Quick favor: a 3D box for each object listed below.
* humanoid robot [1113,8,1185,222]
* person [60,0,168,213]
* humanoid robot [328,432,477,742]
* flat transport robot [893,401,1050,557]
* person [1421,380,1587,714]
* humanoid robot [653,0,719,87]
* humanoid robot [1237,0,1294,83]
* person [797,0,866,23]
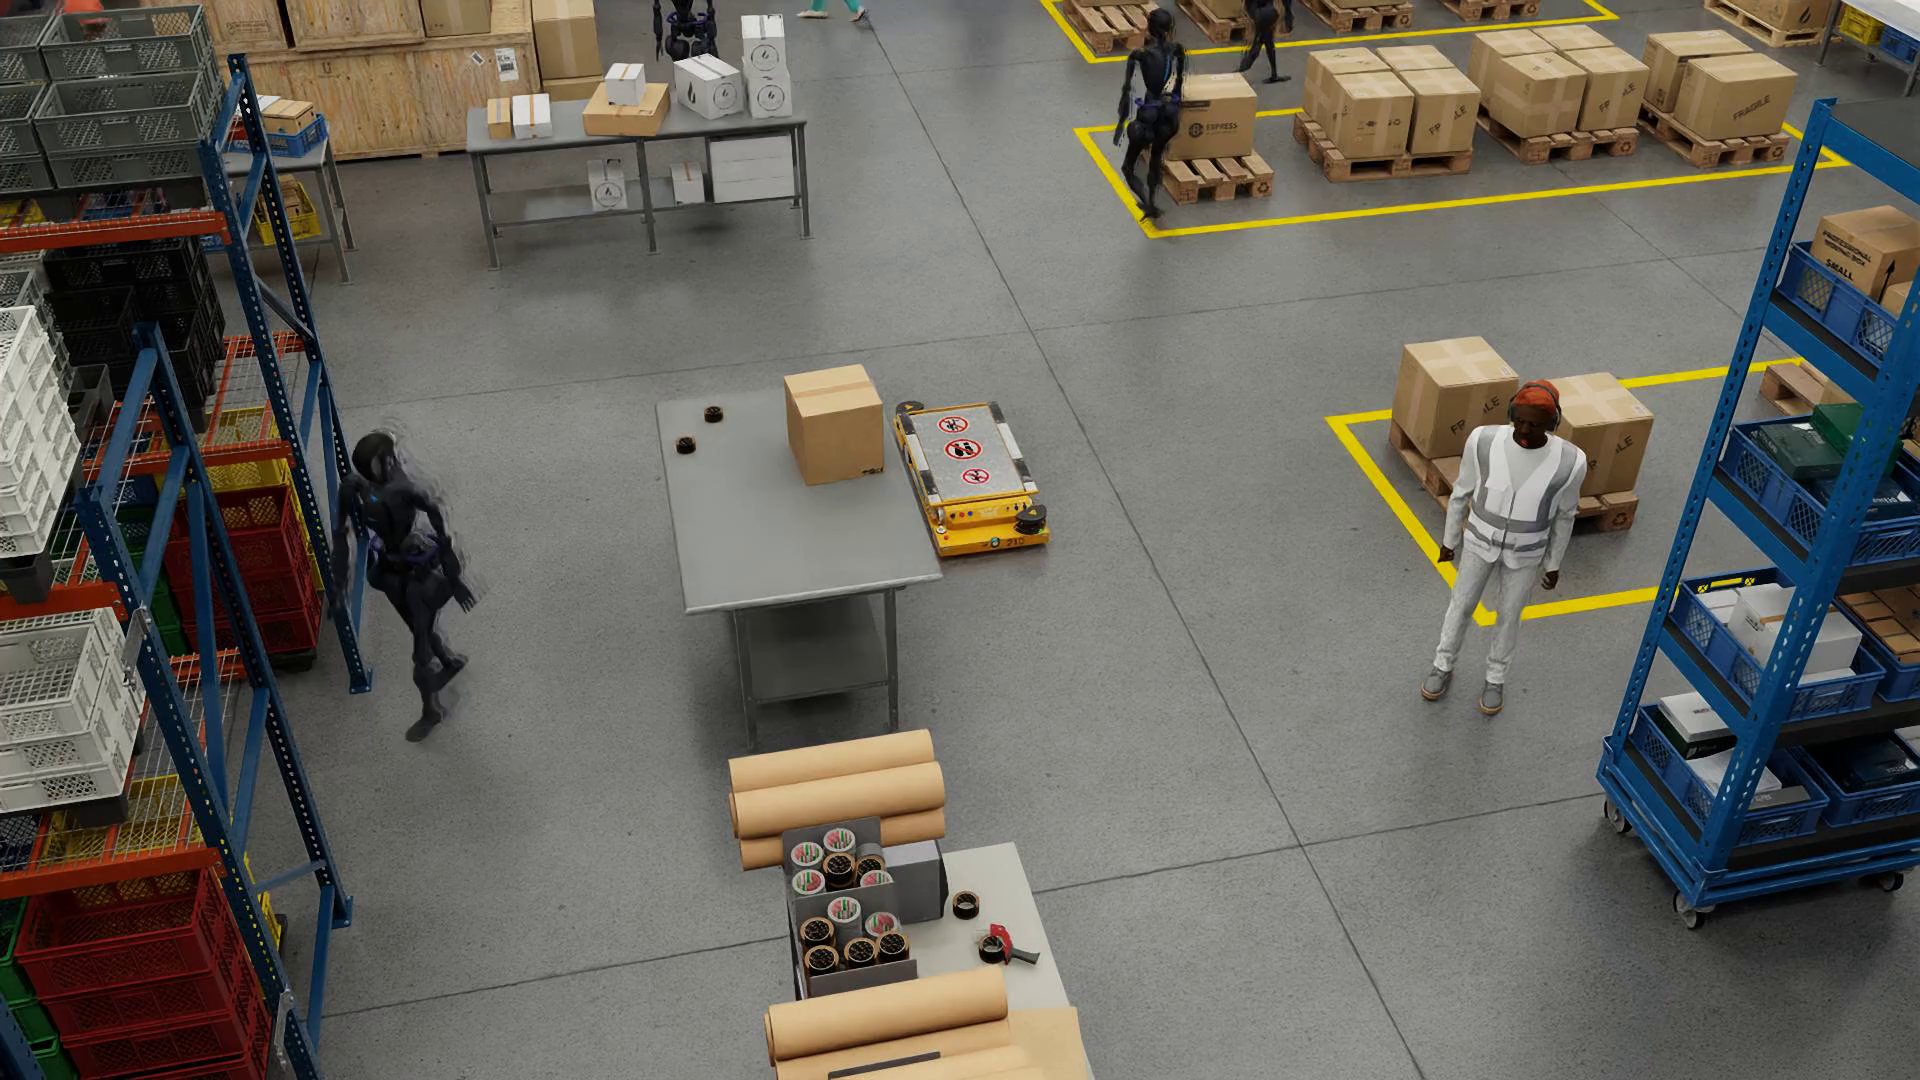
[{"bbox_3d":[1.480,-3.216,12.695,0.590,1.650,0.429,-18,40,-23],"label":"humanoid robot"},{"bbox_3d":[-6.342,-3.088,12.313,1.098,1.924,0.643,-4,37,-5],"label":"person"},{"bbox_3d":[-2.732,0.205,8.121,0.561,1.624,0.719,14,39,18],"label":"humanoid robot"},{"bbox_3d":[0.046,-0.430,10.108,0.652,0.197,1.431,-8,37,-10],"label":"flat transport robot"},{"bbox_3d":[2.655,0.042,8.146,0.584,1.879,0.341,15,39,19],"label":"person"},{"bbox_3d":[-2.314,-4.245,14.074,0.572,1.652,0.316,8,37,10],"label":"humanoid robot"},{"bbox_3d":[2.730,-4.838,14.915,0.747,1.627,0.602,-7,37,-10],"label":"humanoid robot"},{"bbox_3d":[-1.274,-5.919,16.274,0.743,1.733,0.526,9,38,12],"label":"person"}]
